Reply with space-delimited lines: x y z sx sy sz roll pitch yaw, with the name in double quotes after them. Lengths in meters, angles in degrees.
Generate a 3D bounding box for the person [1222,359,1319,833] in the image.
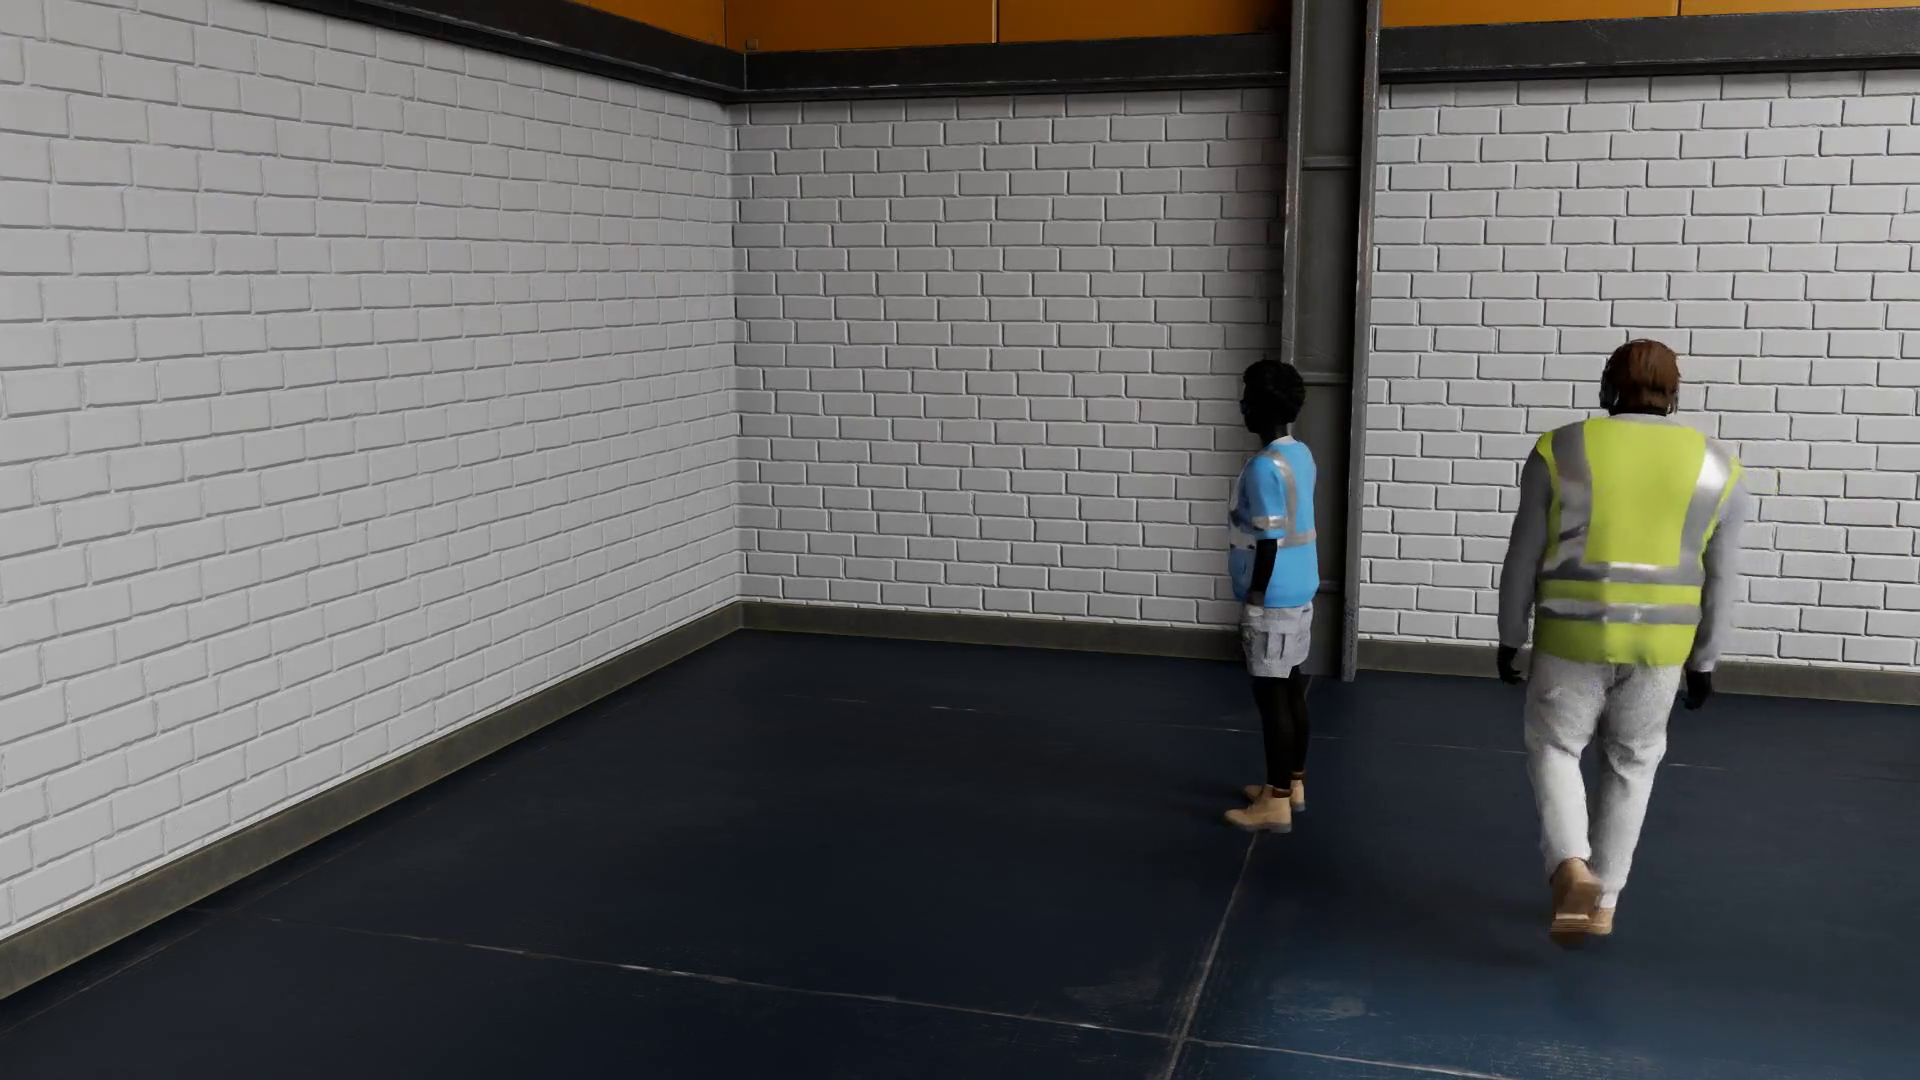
1.123 0.200 6.003 0.317 1.695 0.540 4 10 25 "person"

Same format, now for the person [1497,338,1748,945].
1.930 0.331 4.869 0.664 1.817 0.614 2 9 10 "person"
